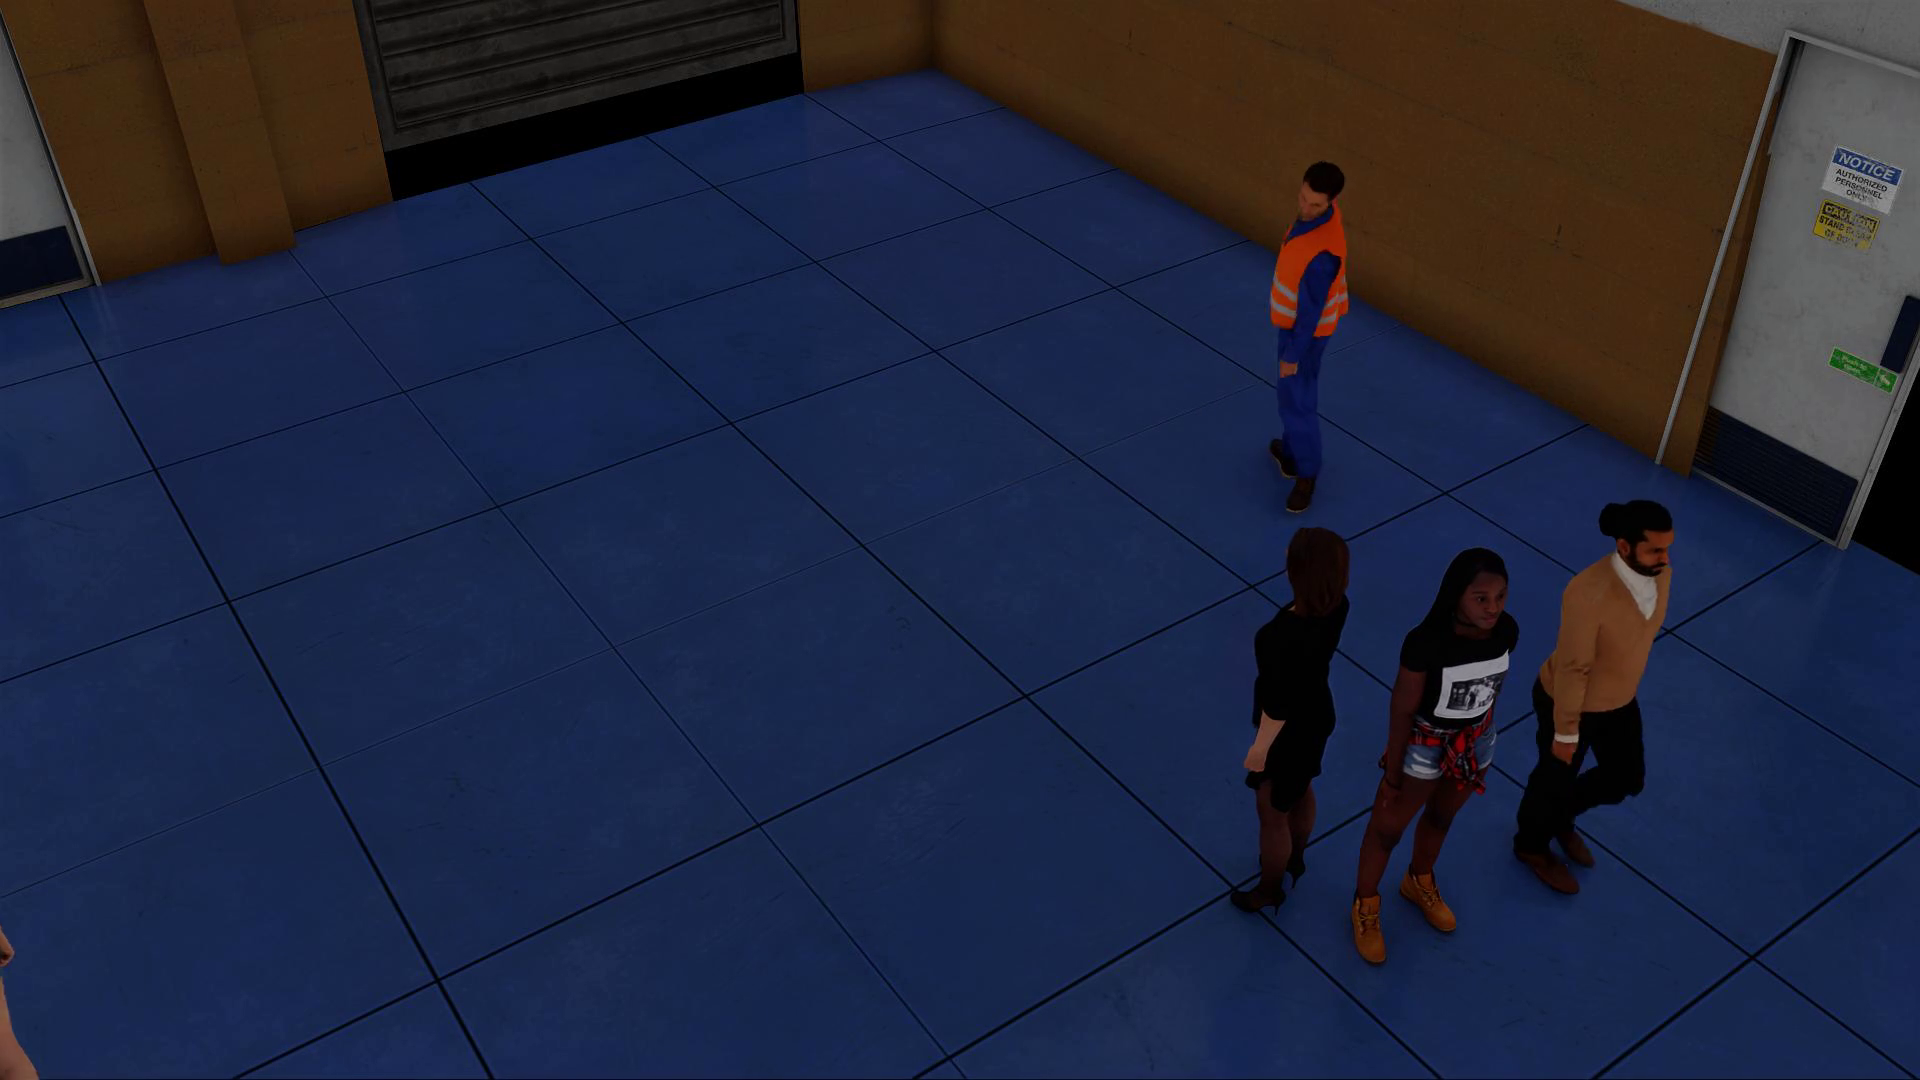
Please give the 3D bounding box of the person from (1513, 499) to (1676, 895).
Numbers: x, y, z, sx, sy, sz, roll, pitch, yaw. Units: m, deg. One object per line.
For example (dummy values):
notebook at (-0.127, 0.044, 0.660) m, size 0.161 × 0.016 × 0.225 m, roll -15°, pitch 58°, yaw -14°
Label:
person at (2.199, 0.535, 5.983) m, size 0.545 × 1.743 × 0.727 m, roll -23°, pitch 42°, yaw -27°

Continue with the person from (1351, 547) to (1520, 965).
person at (1.639, 0.731, 5.734) m, size 0.594 × 1.728 × 0.712 m, roll -15°, pitch 39°, yaw -18°

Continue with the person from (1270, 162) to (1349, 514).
person at (1.679, -1.055, 8.029) m, size 0.905 × 1.830 × 0.880 m, roll 11°, pitch 38°, yaw 15°

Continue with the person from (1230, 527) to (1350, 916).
person at (1.165, 0.667, 5.836) m, size 0.700 × 1.691 × 0.531 m, roll 25°, pitch 43°, yaw 29°
